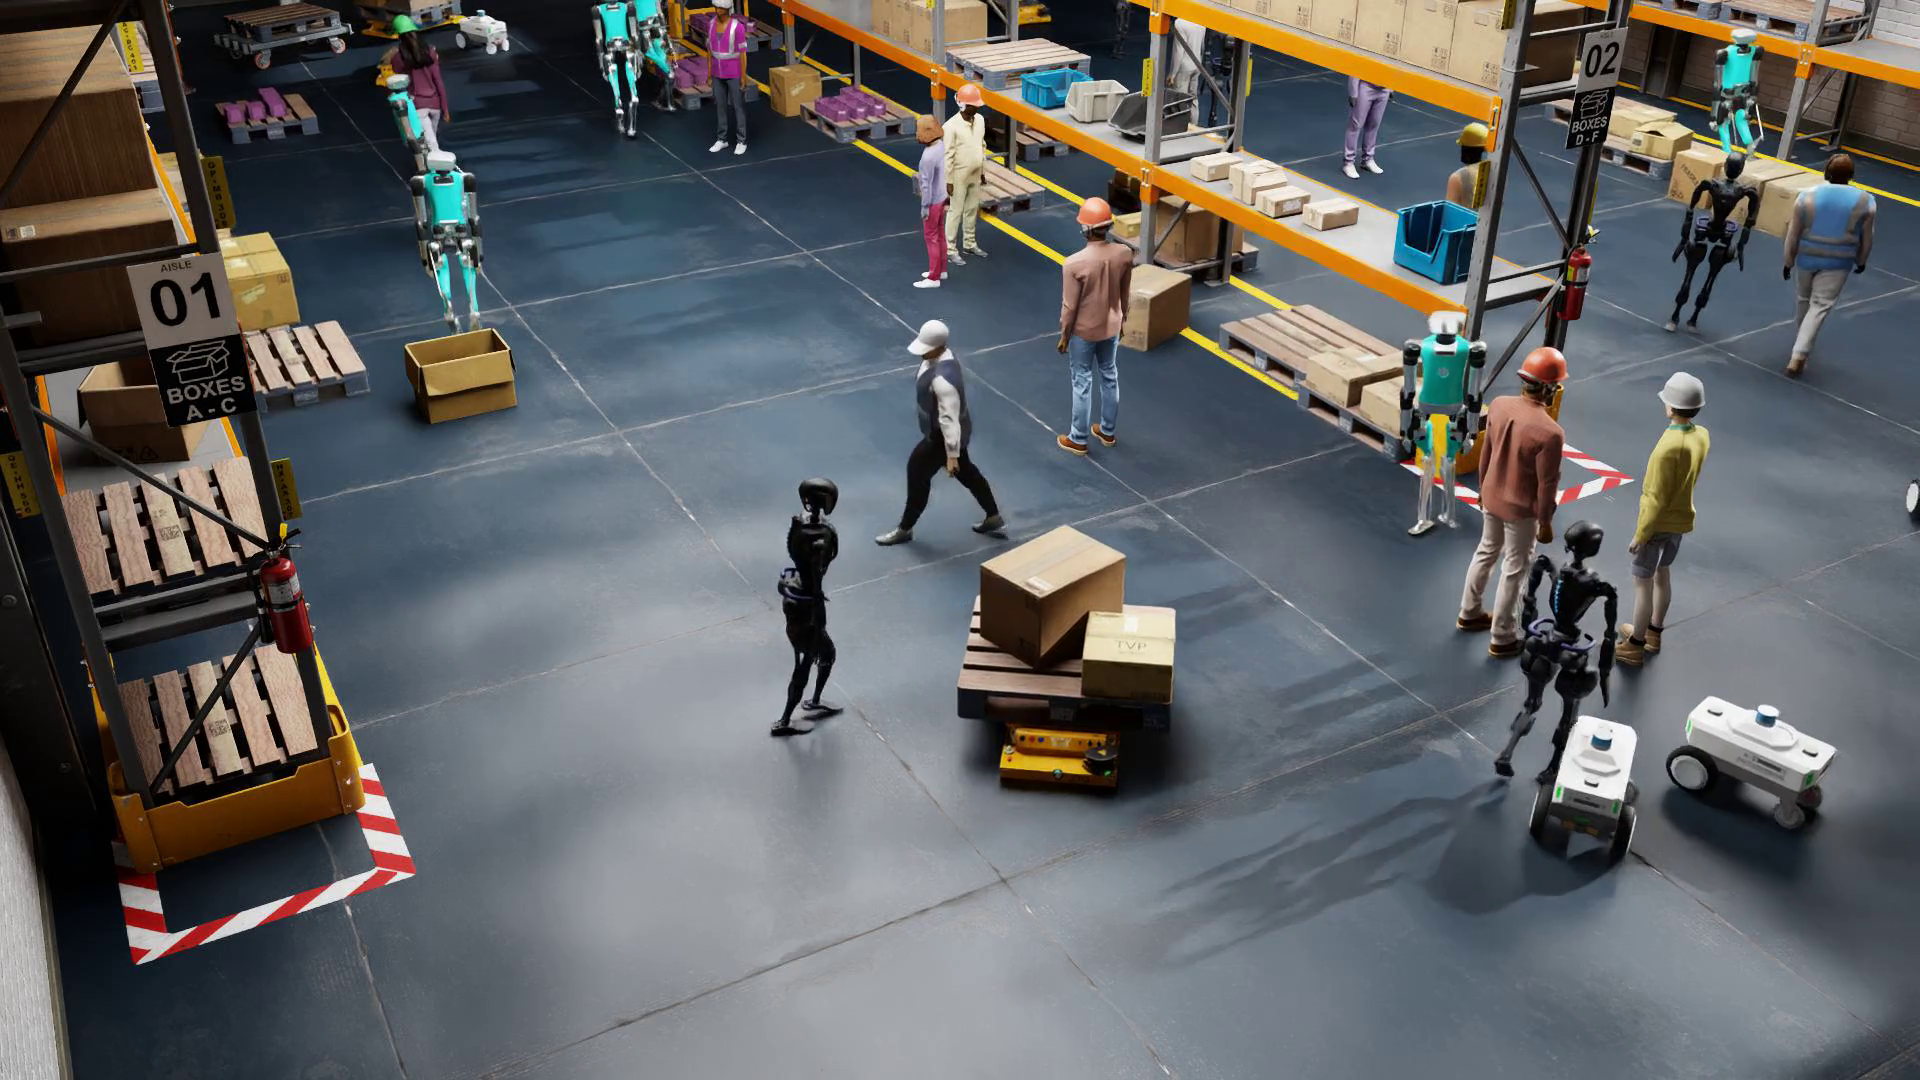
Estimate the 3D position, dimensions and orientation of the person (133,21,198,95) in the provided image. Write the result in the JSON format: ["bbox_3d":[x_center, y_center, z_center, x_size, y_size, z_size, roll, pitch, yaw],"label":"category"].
[{"bbox_3d":[-10.547,-6.735,21.514,1.002,1.888,0.642,5,30,8],"label":"person"}]

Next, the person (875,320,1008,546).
[{"bbox_3d":[-0.108,-0.733,11.244,0.910,1.698,0.774,-1,30,-1],"label":"person"}]

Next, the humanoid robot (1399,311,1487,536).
[{"bbox_3d":[3.243,-0.801,11.360,0.584,1.805,0.824,6,30,11],"label":"humanoid robot"}]

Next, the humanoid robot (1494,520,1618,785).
[{"bbox_3d":[3.208,0.629,8.901,0.519,1.643,0.592,-22,37,-33],"label":"humanoid robot"}]

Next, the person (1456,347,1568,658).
[{"bbox_3d":[3.382,-0.236,10.105,0.401,1.986,0.619,-11,32,-18],"label":"person"}]

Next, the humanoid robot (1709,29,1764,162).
[{"bbox_3d":[8.343,-4.433,17.761,0.572,1.891,0.792,-6,30,-10],"label":"humanoid robot"}]

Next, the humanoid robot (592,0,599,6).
[{"bbox_3d":[-5.787,-9.340,26.274,0.589,1.638,0.694,-3,30,-6],"label":"humanoid robot"}]

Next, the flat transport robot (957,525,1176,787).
[{"bbox_3d":[0.633,0.927,9.796,0.659,0.231,1.431,4,30,7],"label":"flat transport robot"}]

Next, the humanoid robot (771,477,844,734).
[{"bbox_3d":[-0.884,0.371,9.355,0.427,1.636,0.589,-5,30,-9],"label":"humanoid robot"}]

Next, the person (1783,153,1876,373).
[{"bbox_3d":[7.243,-2.344,13.970,0.625,1.787,1.004,22,36,33],"label":"person"}]

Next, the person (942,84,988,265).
[{"bbox_3d":[0.067,-3.537,16.085,0.339,1.743,0.564,24,37,35],"label":"person"}]

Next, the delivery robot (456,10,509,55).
[{"bbox_3d":[-6.827,-7.259,23.778,0.785,0.613,0.514,21,36,32],"label":"delivery robot"}]

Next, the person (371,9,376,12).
[{"bbox_3d":[-9.017,-8.932,25.585,0.267,1.632,0.504,-22,36,-33],"label":"person"}]

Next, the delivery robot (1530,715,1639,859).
[{"bbox_3d":[3.371,1.299,8.877,0.499,0.609,0.781,14,33,22],"label":"delivery robot"}]

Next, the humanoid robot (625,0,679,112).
[{"bbox_3d":[-3.698,-6.116,20.598,0.800,1.775,0.547,22,36,33],"label":"humanoid robot"}]

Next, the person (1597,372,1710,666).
[{"bbox_3d":[4.207,-0.109,9.976,0.478,1.888,0.397,-22,37,-33],"label":"person"}]

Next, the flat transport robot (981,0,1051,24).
[{"bbox_3d":[0.857,-8.239,25.752,0.659,0.231,1.431,-9,31,-16],"label":"flat transport robot"}]

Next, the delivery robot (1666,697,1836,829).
[{"bbox_3d":[4.323,1.171,9.102,0.499,0.613,0.803,-26,39,-38],"label":"delivery robot"}]

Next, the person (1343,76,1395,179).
[{"bbox_3d":[4.587,-4.995,18.462,0.641,1.909,0.403,-15,33,-25],"label":"person"}]

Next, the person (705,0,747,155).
[{"bbox_3d":[-2.695,-5.388,19.205,0.511,1.847,0.337,11,32,19],"label":"person"}]

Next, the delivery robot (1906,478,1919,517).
[{"bbox_3d":[7.001,-0.279,11.607,0.499,0.594,0.778,6,30,11],"label":"delivery robot"}]

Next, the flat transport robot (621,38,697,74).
[{"bbox_3d":[-4.182,-6.746,23.153,0.659,0.231,1.431,-15,33,-24],"label":"flat transport robot"}]

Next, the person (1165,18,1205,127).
[{"bbox_3d":[2.610,-5.494,19.343,0.361,1.894,0.587,25,38,37],"label":"person"}]

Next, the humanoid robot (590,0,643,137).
[{"bbox_3d":[-4.009,-5.571,19.630,0.557,1.742,0.968,-6,30,-11],"label":"humanoid robot"}]

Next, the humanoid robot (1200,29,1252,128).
[{"bbox_3d":[3.113,-5.404,19.399,0.601,1.652,0.333,1,30,1],"label":"humanoid robot"}]

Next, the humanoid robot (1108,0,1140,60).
[{"bbox_3d":[2.306,-7.568,23.169,0.322,1.654,0.602,15,33,24],"label":"humanoid robot"}]

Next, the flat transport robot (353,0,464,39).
[{"bbox_3d":[-8.195,-7.757,24.913,0.659,0.231,1.431,17,34,27],"label":"flat transport robot"}]

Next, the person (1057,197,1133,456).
[{"bbox_3d":[0.998,-1.592,12.450,0.610,1.995,0.376,-17,34,-27],"label":"person"}]

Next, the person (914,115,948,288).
[{"bbox_3d":[-0.269,-3.165,15.557,0.288,1.628,0.498,7,31,12],"label":"person"}]

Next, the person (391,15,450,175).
[{"bbox_3d":[-5.790,-4.680,17.961,0.501,1.868,1.067,-21,36,-32],"label":"person"}]

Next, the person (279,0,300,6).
[{"bbox_3d":[-9.981,-8.464,24.579,0.430,1.833,0.629,4,30,6],"label":"person"}]

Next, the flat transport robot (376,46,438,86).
[{"bbox_3d":[-7.536,-6.472,22.675,0.659,0.231,1.431,-5,30,-8],"label":"flat transport robot"}]

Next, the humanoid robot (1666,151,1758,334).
[{"bbox_3d":[6.557,-2.589,14.508,0.584,1.654,0.343,10,31,16],"label":"humanoid robot"}]

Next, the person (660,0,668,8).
[{"bbox_3d":[-4.728,-9.247,26.014,0.562,1.752,0.325,18,34,28],"label":"person"}]

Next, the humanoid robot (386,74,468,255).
[{"bbox_3d":[-5.099,-3.687,16.365,0.811,1.782,0.600,-8,31,-14],"label":"humanoid robot"}]

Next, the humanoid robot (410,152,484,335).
[{"bbox_3d":[-4.222,-2.245,13.952,0.545,1.896,0.757,-10,31,-17],"label":"humanoid robot"}]

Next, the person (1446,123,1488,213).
[{"bbox_3d":[4.342,-2.641,14.358,0.594,1.919,0.599,-18,34,-28],"label":"person"}]
